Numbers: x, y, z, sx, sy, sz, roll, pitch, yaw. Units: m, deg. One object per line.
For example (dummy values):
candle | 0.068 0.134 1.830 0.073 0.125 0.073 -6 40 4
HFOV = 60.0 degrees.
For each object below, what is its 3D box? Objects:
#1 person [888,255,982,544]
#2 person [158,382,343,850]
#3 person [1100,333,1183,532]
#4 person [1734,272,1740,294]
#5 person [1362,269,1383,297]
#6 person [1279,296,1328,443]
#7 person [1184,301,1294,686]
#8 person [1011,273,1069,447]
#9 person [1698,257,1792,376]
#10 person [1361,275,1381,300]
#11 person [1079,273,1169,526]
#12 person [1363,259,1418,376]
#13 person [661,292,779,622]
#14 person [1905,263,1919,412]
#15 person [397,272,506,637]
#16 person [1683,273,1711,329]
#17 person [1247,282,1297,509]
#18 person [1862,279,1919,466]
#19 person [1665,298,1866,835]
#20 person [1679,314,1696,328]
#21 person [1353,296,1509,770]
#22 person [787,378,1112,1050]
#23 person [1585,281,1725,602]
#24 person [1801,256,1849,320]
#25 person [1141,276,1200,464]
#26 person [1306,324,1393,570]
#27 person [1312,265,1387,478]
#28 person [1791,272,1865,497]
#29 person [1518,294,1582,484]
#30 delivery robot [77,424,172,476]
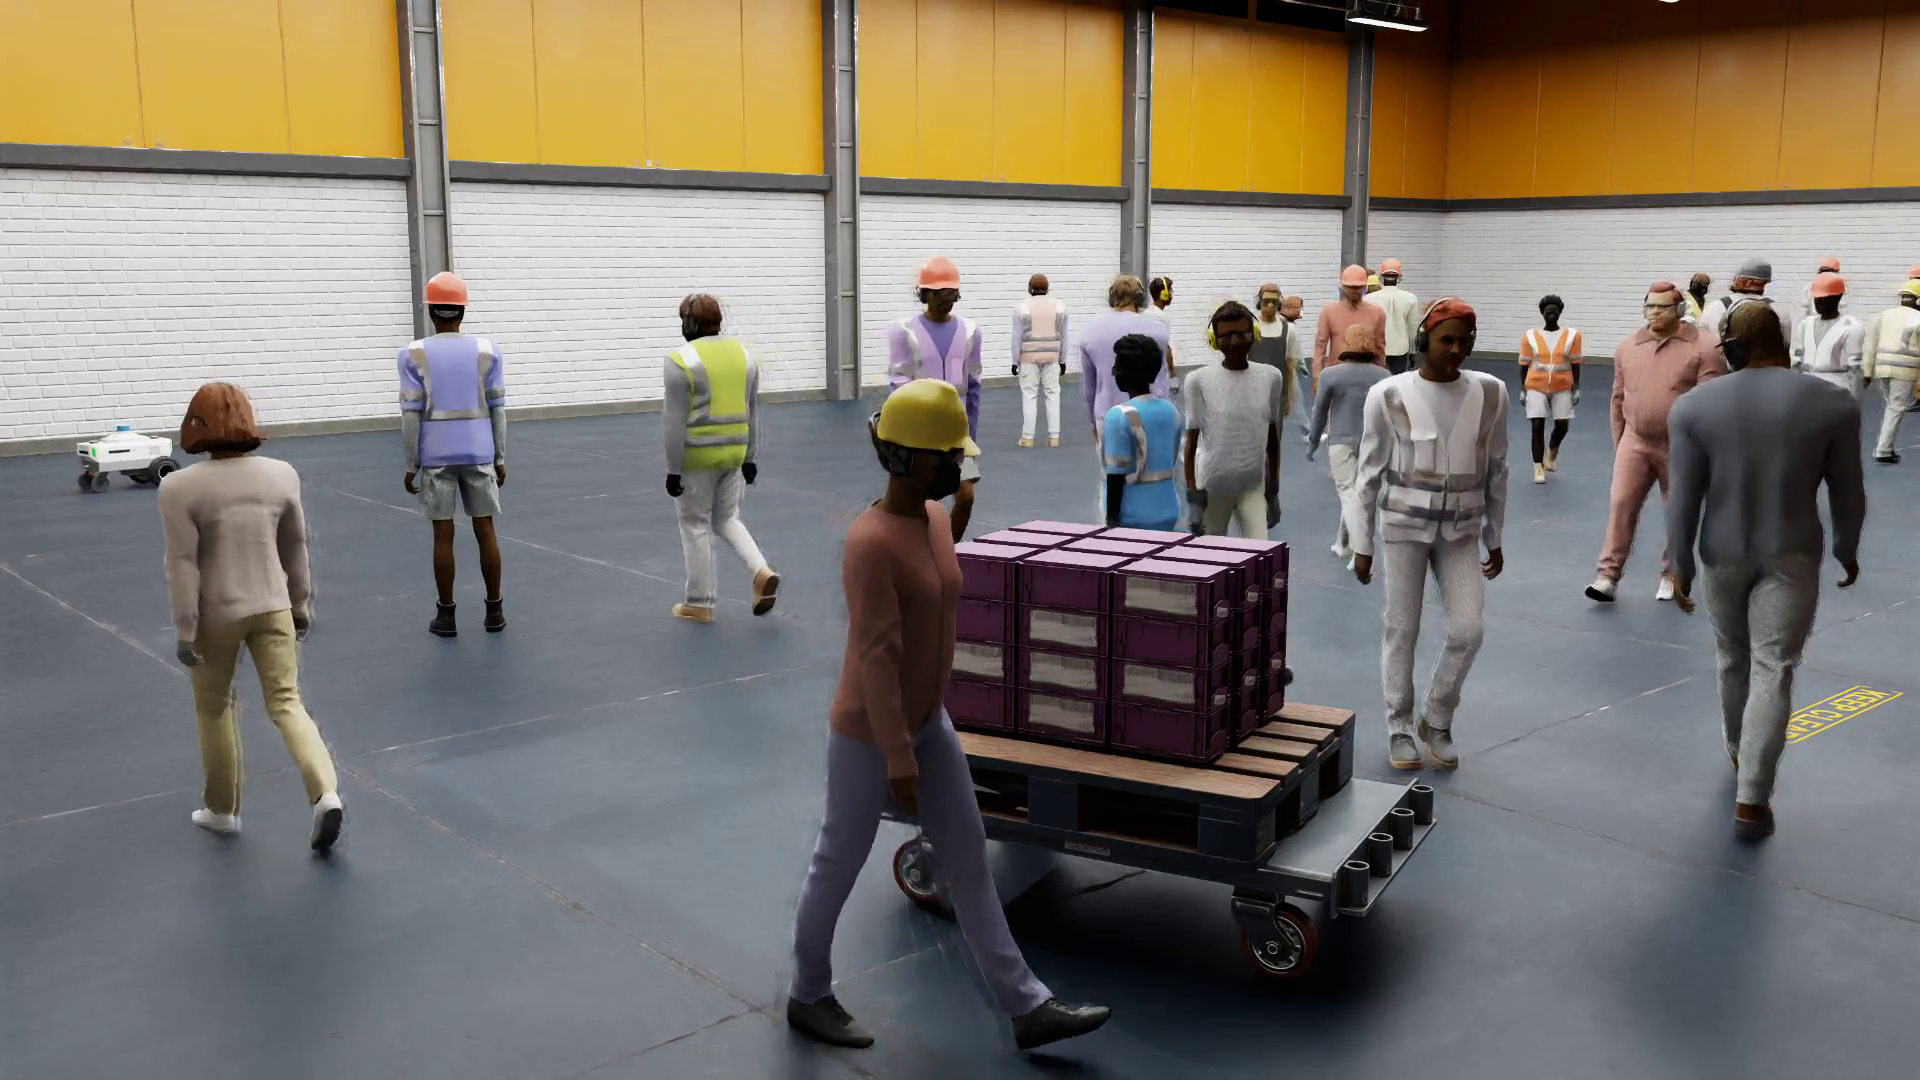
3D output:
person | -0.139 -0.649 9.802 0.622 2.026 0.475 -4 10 -20
person | -2.408 0.266 5.669 0.765 1.606 0.509 8 13 40
person | 0.844 -0.080 7.466 0.451 1.685 0.539 8 13 41
person | 8.826 -2.082 18.717 0.549 1.836 0.722 2 10 14
person | 6.943 -3.720 28.406 0.928 1.808 0.580 -9 13 -43
person | 3.602 -1.850 18.083 0.864 1.584 0.517 4 10 21
person | 1.329 -0.211 7.853 0.530 1.805 0.982 -2 10 -9
person | 0.837 -1.903 17.670 0.633 1.839 0.429 -2 10 -14
person | 6.402 -1.299 13.542 0.698 2.000 0.632 8 13 40
person | 6.069 -3.036 24.585 0.484 1.745 0.297 7 12 34
person | 1.118 -0.771 10.848 0.646 1.904 0.811 5 11 29
person | 4.644 -2.047 18.061 0.623 1.992 0.396 1 10 3
person | -1.333 -0.432 9.087 0.622 1.827 0.643 8 13 39
person | 12.448 -2.626 21.662 0.383 1.929 0.538 3 10 19
person | -2.694 -0.450 8.871 0.544 1.939 0.372 -4 11 -24
person | 9.305 -2.505 21.338 0.803 1.804 0.526 -4 11 -23
person | 2.473 -1.194 13.607 0.520 1.824 0.855 1 10 4
person | 9.137 -1.609 16.073 0.628 1.804 0.598 -3 10 -17
person | 2.907 0.065 6.067 0.652 1.868 1.058 5 11 28
person | 7.915 -1.958 18.568 0.513 1.642 0.313 6 11 32
person | 1.831 -0.005 6.468 0.613 1.866 0.491 0 10 0
person | -0.075 0.469 4.100 0.889 1.716 0.561 5 11 26
person | 4.005 -0.538 9.591 0.654 1.873 0.907 8 12 38
person | 11.889 -2.896 22.975 0.709 2.026 0.613 -8 13 -39
person | 1.944 -1.605 15.967 0.988 1.819 0.555 -3 10 -14
person | 2.569 -0.614 10.873 0.511 1.586 0.869 -1 10 -6
person | 3.460 -1.460 14.792 0.656 1.936 1.034 1 10 8
person | 6.828 -1.142 13.048 0.774 1.912 0.562 -5 11 -26
person | 5.263 -1.353 14.883 0.548 1.681 0.516 3 10 16
delivery robot | -7.266 -0.764 14.474 0.477 0.478 0.707 8 12 39
